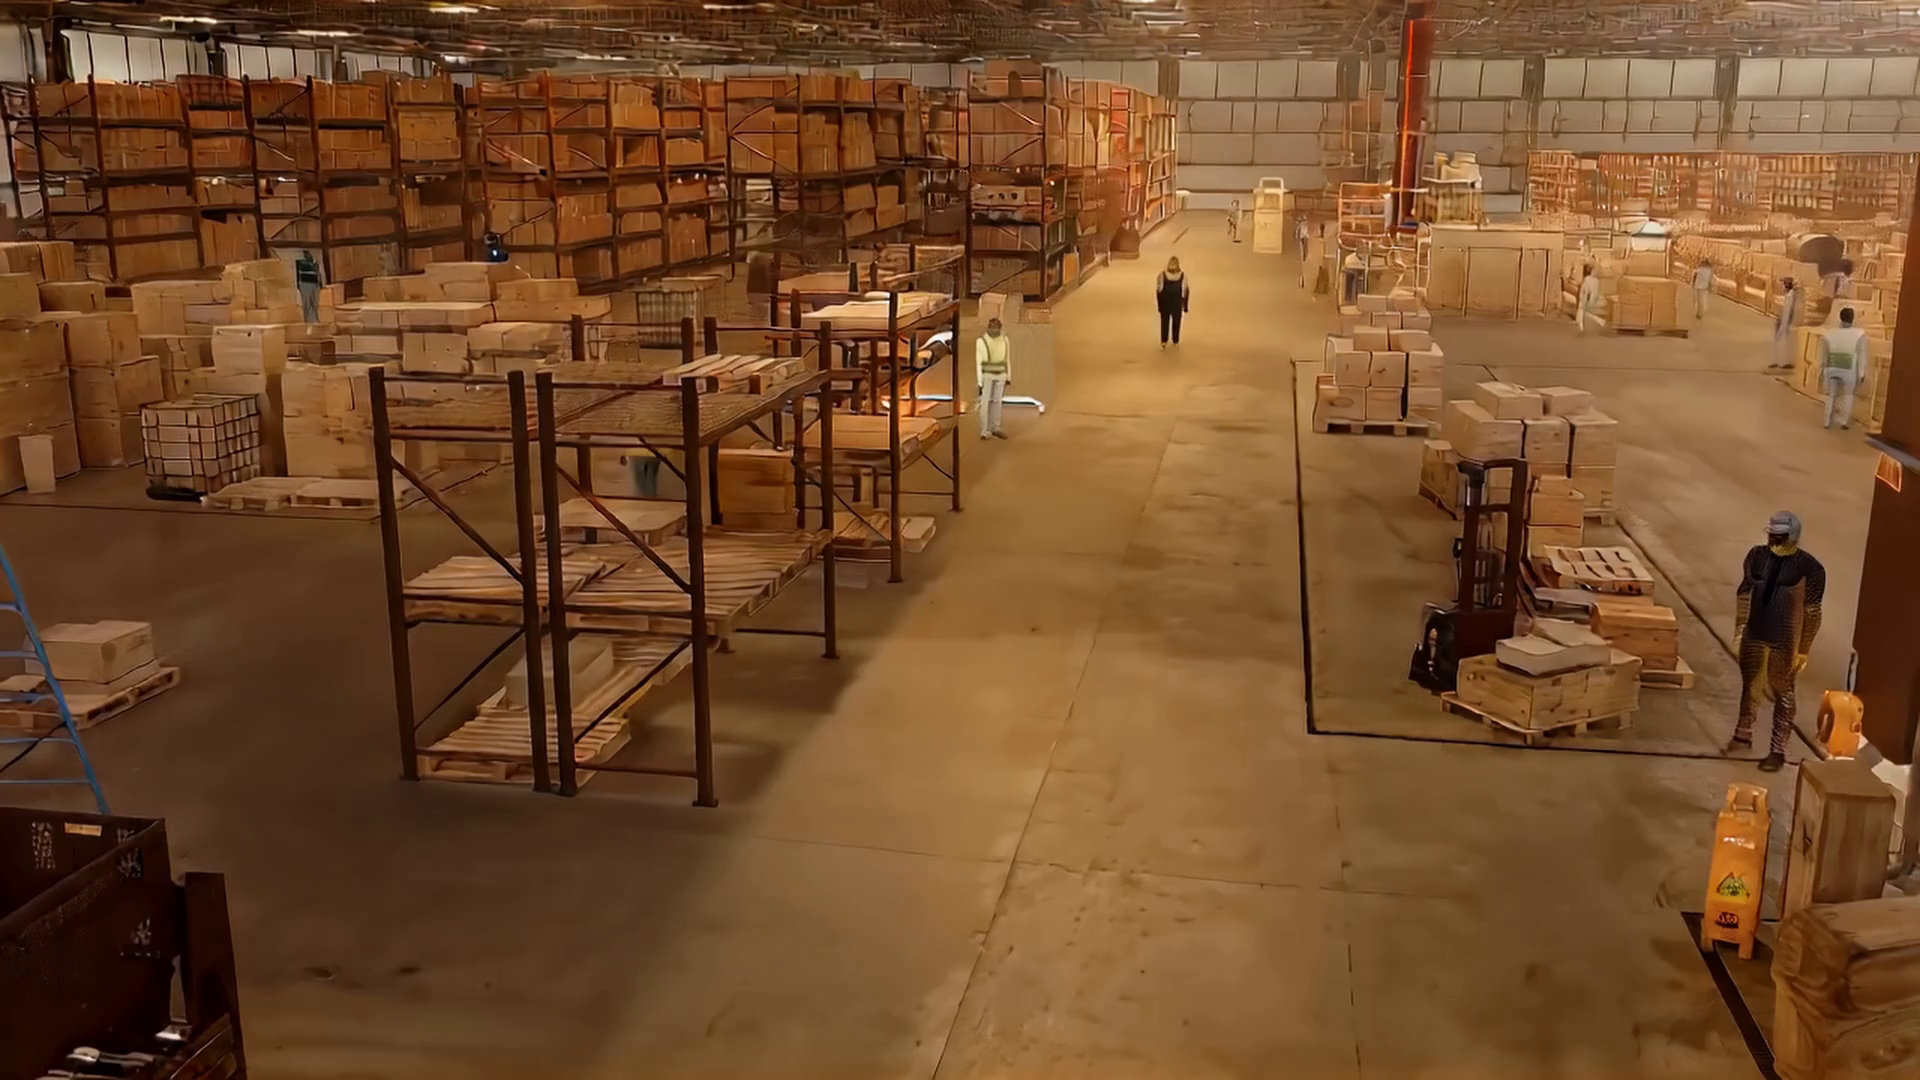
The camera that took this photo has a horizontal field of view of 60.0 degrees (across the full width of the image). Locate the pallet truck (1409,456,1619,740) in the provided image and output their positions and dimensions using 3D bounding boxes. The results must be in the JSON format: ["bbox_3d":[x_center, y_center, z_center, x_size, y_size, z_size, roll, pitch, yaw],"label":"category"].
[{"bbox_3d":[4.504,0.400,13.395,0.823,1.965,1.885,-6,15,-23],"label":"pallet truck"}]

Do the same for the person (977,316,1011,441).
[{"bbox_3d":[0.519,-2.455,25.225,0.575,1.883,0.362,-7,16,-27],"label":"person"}]

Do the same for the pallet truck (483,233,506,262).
[{"bbox_3d":[-11.832,-7.026,43.548,1.885,1.965,0.823,8,16,28],"label":"pallet truck"}]

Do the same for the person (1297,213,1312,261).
[{"bbox_3d":[12.327,-10.852,59.597,0.528,1.743,0.735,3,14,13],"label":"person"}]

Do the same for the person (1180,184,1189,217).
[{"bbox_3d":[12.256,-18.522,90.744,0.606,1.730,0.404,-9,16,-32],"label":"person"}]

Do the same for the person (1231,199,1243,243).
[{"bbox_3d":[11.605,-13.386,69.738,0.404,1.822,0.589,-7,16,-27],"label":"person"}]

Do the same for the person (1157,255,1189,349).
[{"bbox_3d":[4.542,-5.097,35.626,0.699,2.000,0.961,2,14,10],"label":"person"}]

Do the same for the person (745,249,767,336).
[{"bbox_3d":[-4.658,-5.641,37.968,0.585,1.970,0.650,10,17,36],"label":"person"}]

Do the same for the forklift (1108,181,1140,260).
[{"bbox_3d":[5.603,-11.622,60.387,1.873,2.768,1.129,3,14,10],"label":"forklift"}]

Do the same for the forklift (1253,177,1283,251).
[{"bbox_3d":[12.083,-12.747,64.956,1.129,2.768,1.873,3,14,10],"label":"forklift"}]

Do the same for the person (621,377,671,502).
[{"bbox_3d":[-3.664,-1.053,19.508,0.593,1.903,0.792,-8,16,-29],"label":"person"}]

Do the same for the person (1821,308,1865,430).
[{"bbox_3d":[13.799,-2.663,26.035,0.420,1.898,0.625,-13,19,-42],"label":"person"}]

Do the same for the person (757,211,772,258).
[{"bbox_3d":[-7.197,-11.252,61.316,0.540,1.698,0.317,-5,15,-21],"label":"person"}]

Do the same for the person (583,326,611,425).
[{"bbox_3d":[-5.769,-2.610,26.353,0.512,1.641,0.307,-7,15,-26],"label":"person"}]

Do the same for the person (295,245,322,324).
[{"bbox_3d":[-15.836,-6.230,40.506,0.591,1.910,0.387,-9,16,-32],"label":"person"}]

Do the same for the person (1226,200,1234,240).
[{"bbox_3d":[11.730,-13.710,71.325,0.553,1.671,0.683,-4,14,-14],"label":"person"}]

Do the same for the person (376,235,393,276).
[{"bbox_3d":[-15.690,-7.400,45.403,0.430,1.836,0.624,-7,16,-27],"label":"person"}]

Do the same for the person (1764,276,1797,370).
[{"bbox_3d":[16.126,-4.257,32.630,0.694,1.845,0.540,6,15,25],"label":"person"}]

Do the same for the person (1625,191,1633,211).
[{"bbox_3d":[32.432,-16.061,80.562,0.403,1.837,0.591,-7,15,-26],"label":"person"}]

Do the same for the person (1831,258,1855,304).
[{"bbox_3d":[19.010,-5.118,35.903,0.459,1.942,0.632,3,14,12],"label":"person"}]

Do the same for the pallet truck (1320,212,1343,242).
[{"bbox_3d":[15.874,-13.227,70.310,0.680,1.201,1.601,10,17,35],"label":"pallet truck"}]

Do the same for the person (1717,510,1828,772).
[{"bbox_3d":[5.953,0.730,12.179,0.371,1.940,0.627,-8,16,-30],"label":"person"}]

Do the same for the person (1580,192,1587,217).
[{"bbox_3d":[30.124,-16.092,80.454,0.389,1.949,0.604,7,15,26],"label":"person"}]

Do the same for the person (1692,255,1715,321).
[{"bbox_3d":[18.316,-6.204,40.976,0.498,1.625,0.444,2,14,8],"label":"person"}]

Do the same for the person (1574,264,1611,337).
[{"bbox_3d":[14.392,-5.411,37.685,0.763,1.669,0.519,0,14,1],"label":"person"}]

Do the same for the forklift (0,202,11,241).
[{"bbox_3d":[-24.593,-7.187,42.384,1.873,2.768,1.129,2,14,9],"label":"forklift"}]

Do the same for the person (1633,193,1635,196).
[{"bbox_3d":[33.749,-16.803,83.636,0.596,1.802,0.916,2,14,6],"label":"person"}]
